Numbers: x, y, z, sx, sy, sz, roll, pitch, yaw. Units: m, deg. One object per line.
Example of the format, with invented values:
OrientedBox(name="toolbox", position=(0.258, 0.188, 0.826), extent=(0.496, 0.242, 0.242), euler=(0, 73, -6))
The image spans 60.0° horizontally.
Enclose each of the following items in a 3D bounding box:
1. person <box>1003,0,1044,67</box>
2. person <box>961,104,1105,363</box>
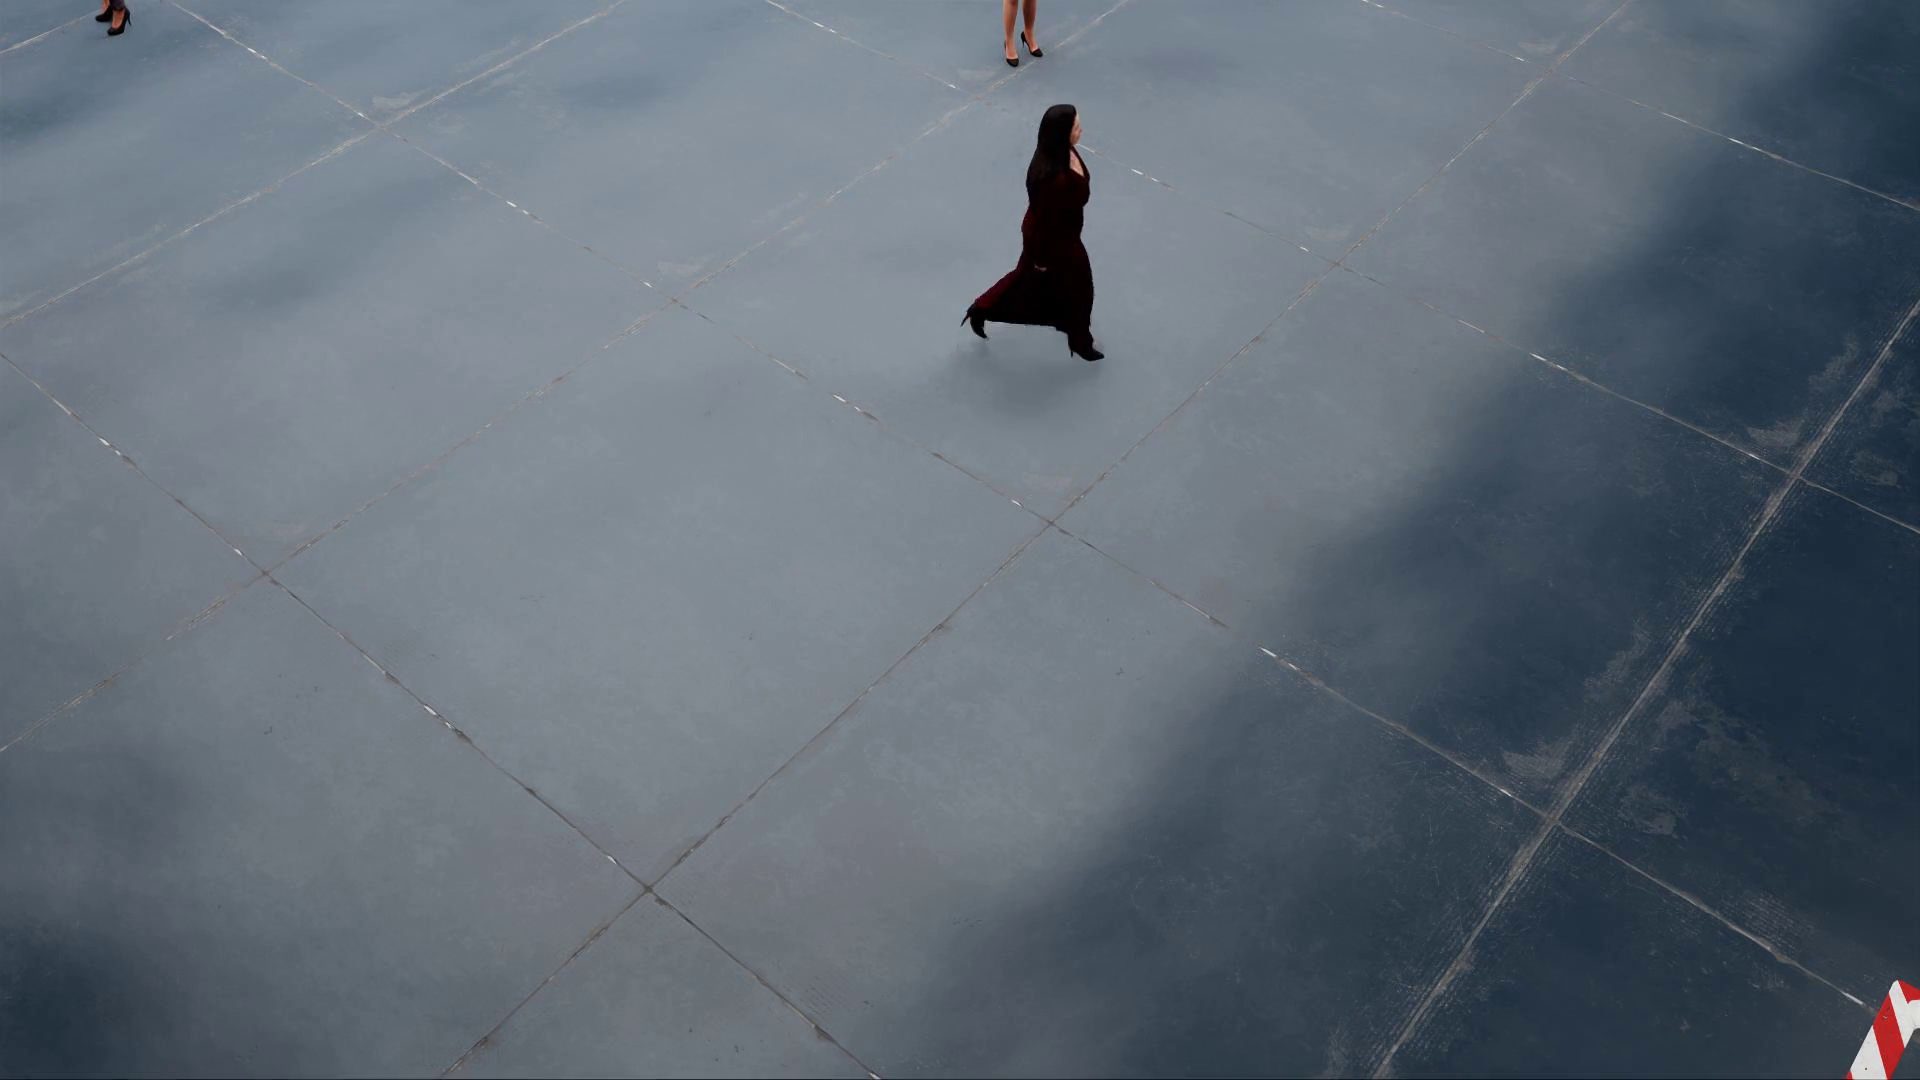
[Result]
OrientedBox(name="person", position=(0.460, -4.185, 11.809), extent=(0.616, 1.653, 0.579), euler=(-24, 52, -21))
OrientedBox(name="person", position=(0.419, -1.695, 9.475), extent=(1.191, 1.700, 1.078), euler=(0, 47, 0))
